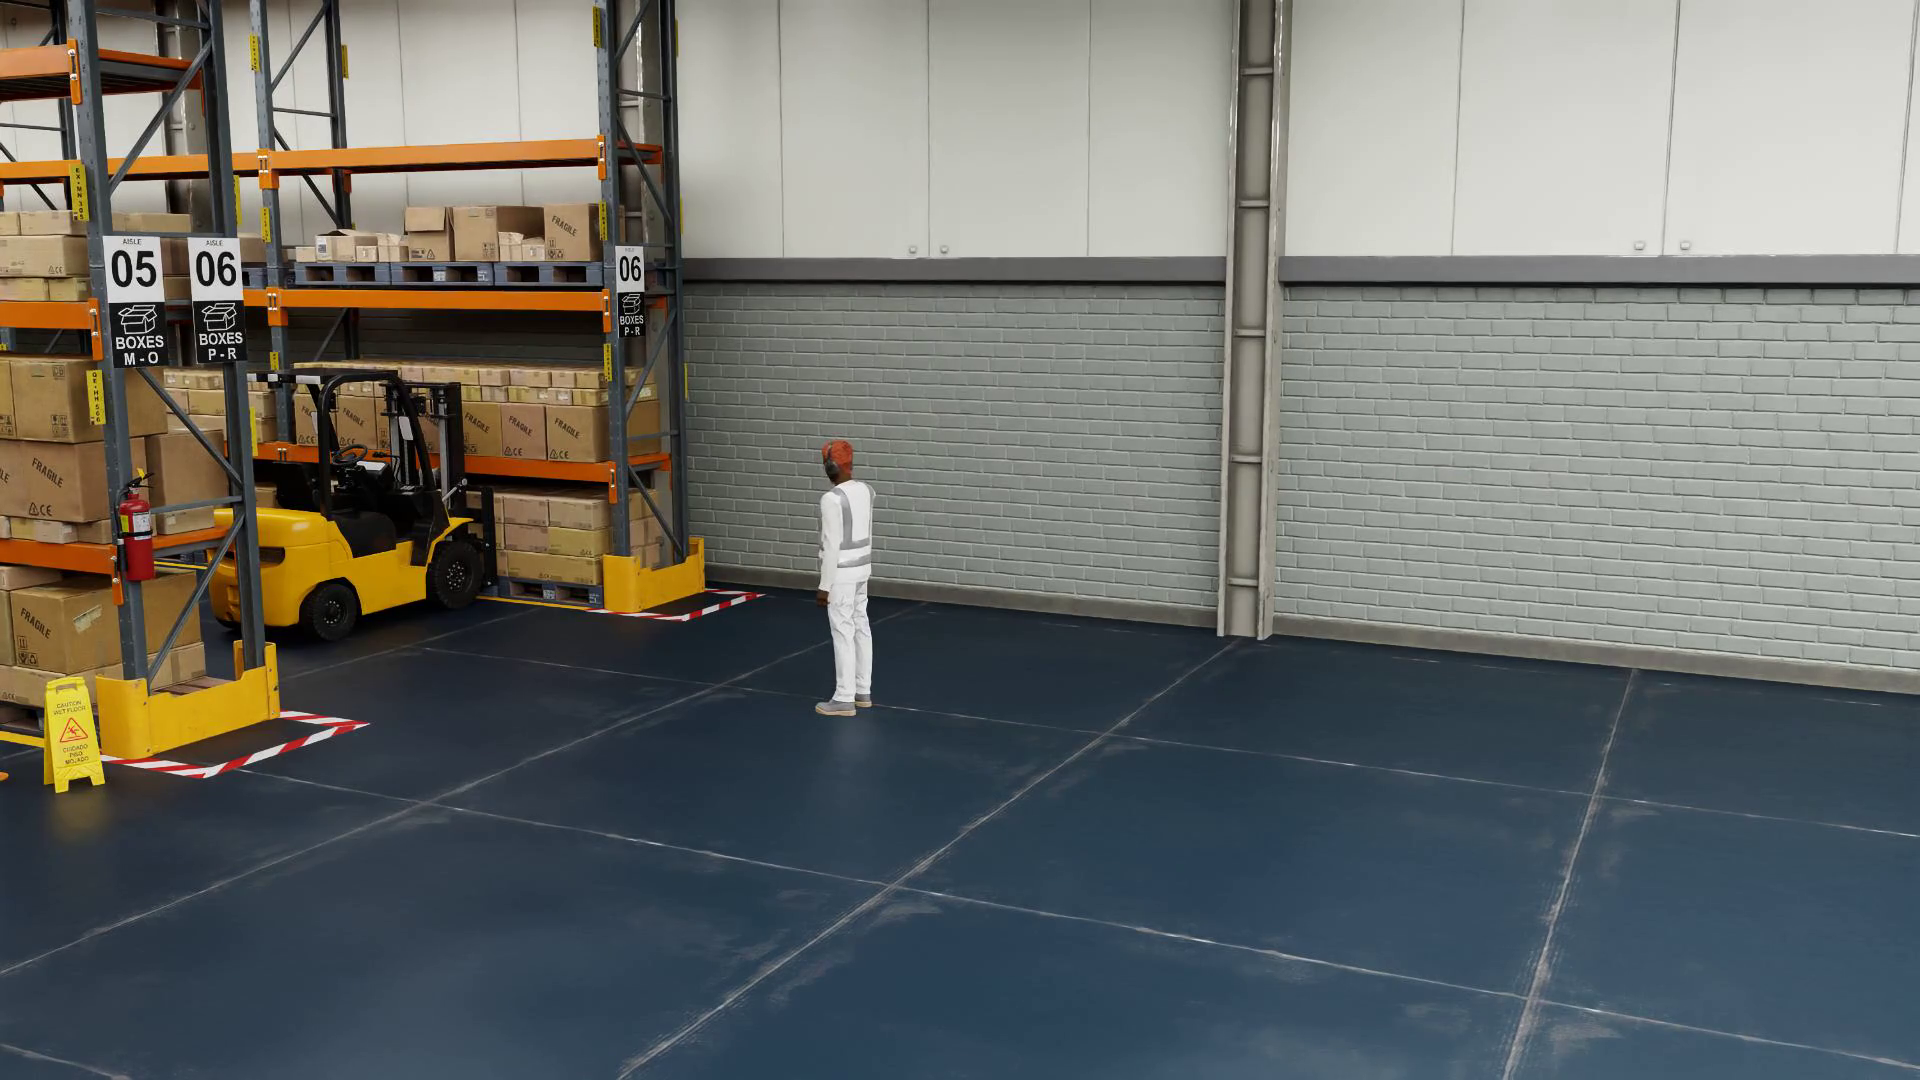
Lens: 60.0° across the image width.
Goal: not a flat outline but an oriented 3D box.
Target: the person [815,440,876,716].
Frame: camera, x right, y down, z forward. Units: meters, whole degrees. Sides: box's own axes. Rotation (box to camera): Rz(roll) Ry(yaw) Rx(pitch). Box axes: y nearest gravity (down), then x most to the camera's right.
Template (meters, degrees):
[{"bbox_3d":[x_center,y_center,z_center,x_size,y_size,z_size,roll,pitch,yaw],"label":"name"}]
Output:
[{"bbox_3d":[-0.791,0.255,11.335,0.355,1.887,0.574,5,10,26],"label":"person"}]
